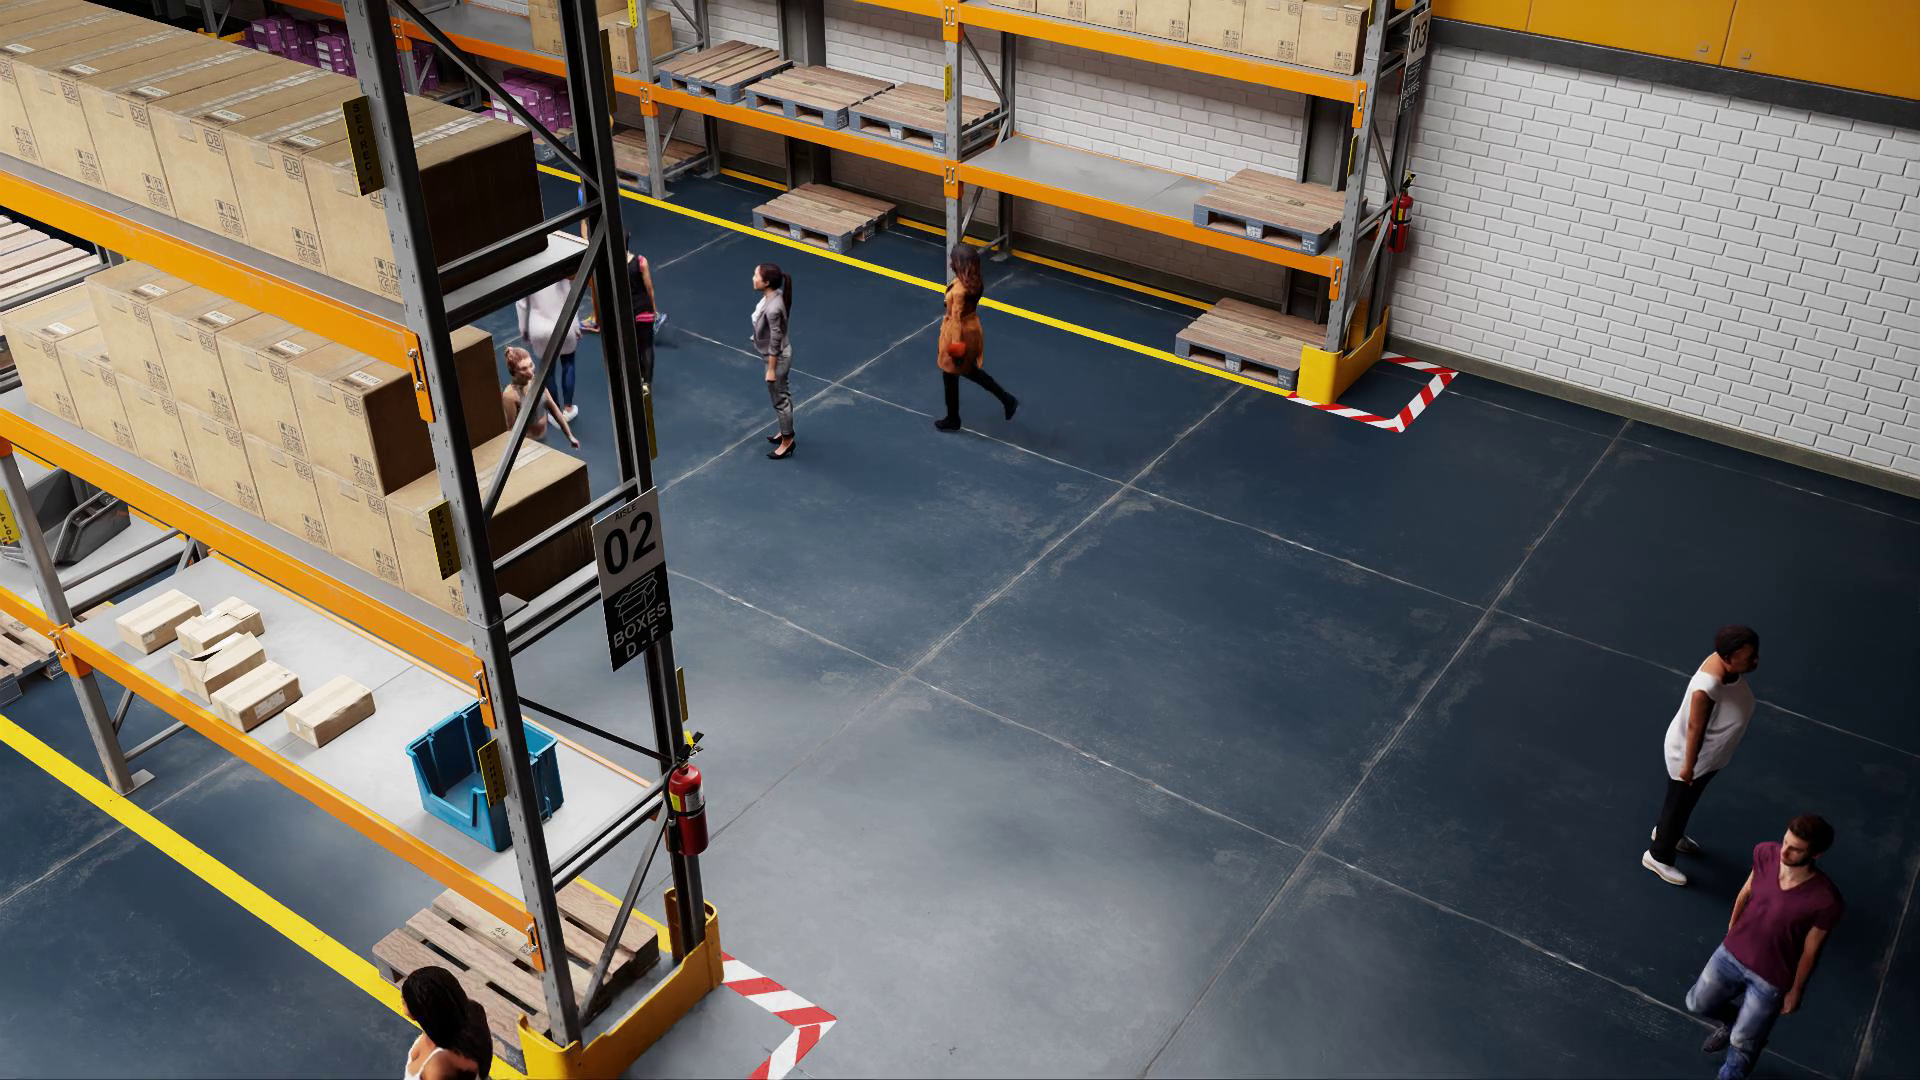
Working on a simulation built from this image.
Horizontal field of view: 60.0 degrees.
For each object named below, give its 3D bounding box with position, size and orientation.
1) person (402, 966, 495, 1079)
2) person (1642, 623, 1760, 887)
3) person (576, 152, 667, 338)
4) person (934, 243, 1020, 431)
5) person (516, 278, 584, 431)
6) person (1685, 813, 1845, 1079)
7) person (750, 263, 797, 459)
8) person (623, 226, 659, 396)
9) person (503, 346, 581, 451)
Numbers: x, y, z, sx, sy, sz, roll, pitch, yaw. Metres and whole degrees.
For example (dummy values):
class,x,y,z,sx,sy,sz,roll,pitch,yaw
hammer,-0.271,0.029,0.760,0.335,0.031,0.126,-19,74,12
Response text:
class,x,y,z,sx,sy,sz,roll,pitch,yaw
person,-2.064,2.550,7.270,1.021,1.792,0.949,-4,34,-6
person,4.213,1.174,9.434,0.603,1.687,0.648,23,40,30
person,-3.139,-2.647,15.051,1.295,1.833,0.878,10,35,14
person,0.115,-1.594,13.588,1.038,1.698,0.829,12,35,17
person,-3.361,-1.708,13.696,0.737,1.769,0.806,-7,34,-10
person,3.938,2.010,8.038,0.879,1.840,0.820,-16,37,-23
person,-1.479,-1.450,13.390,0.770,1.677,0.730,-2,34,-2
person,-2.795,-1.922,14.247,0.974,1.515,1.027,-4,34,-5
person,-3.216,-0.681,12.232,0.872,1.679,0.747,8,34,12
